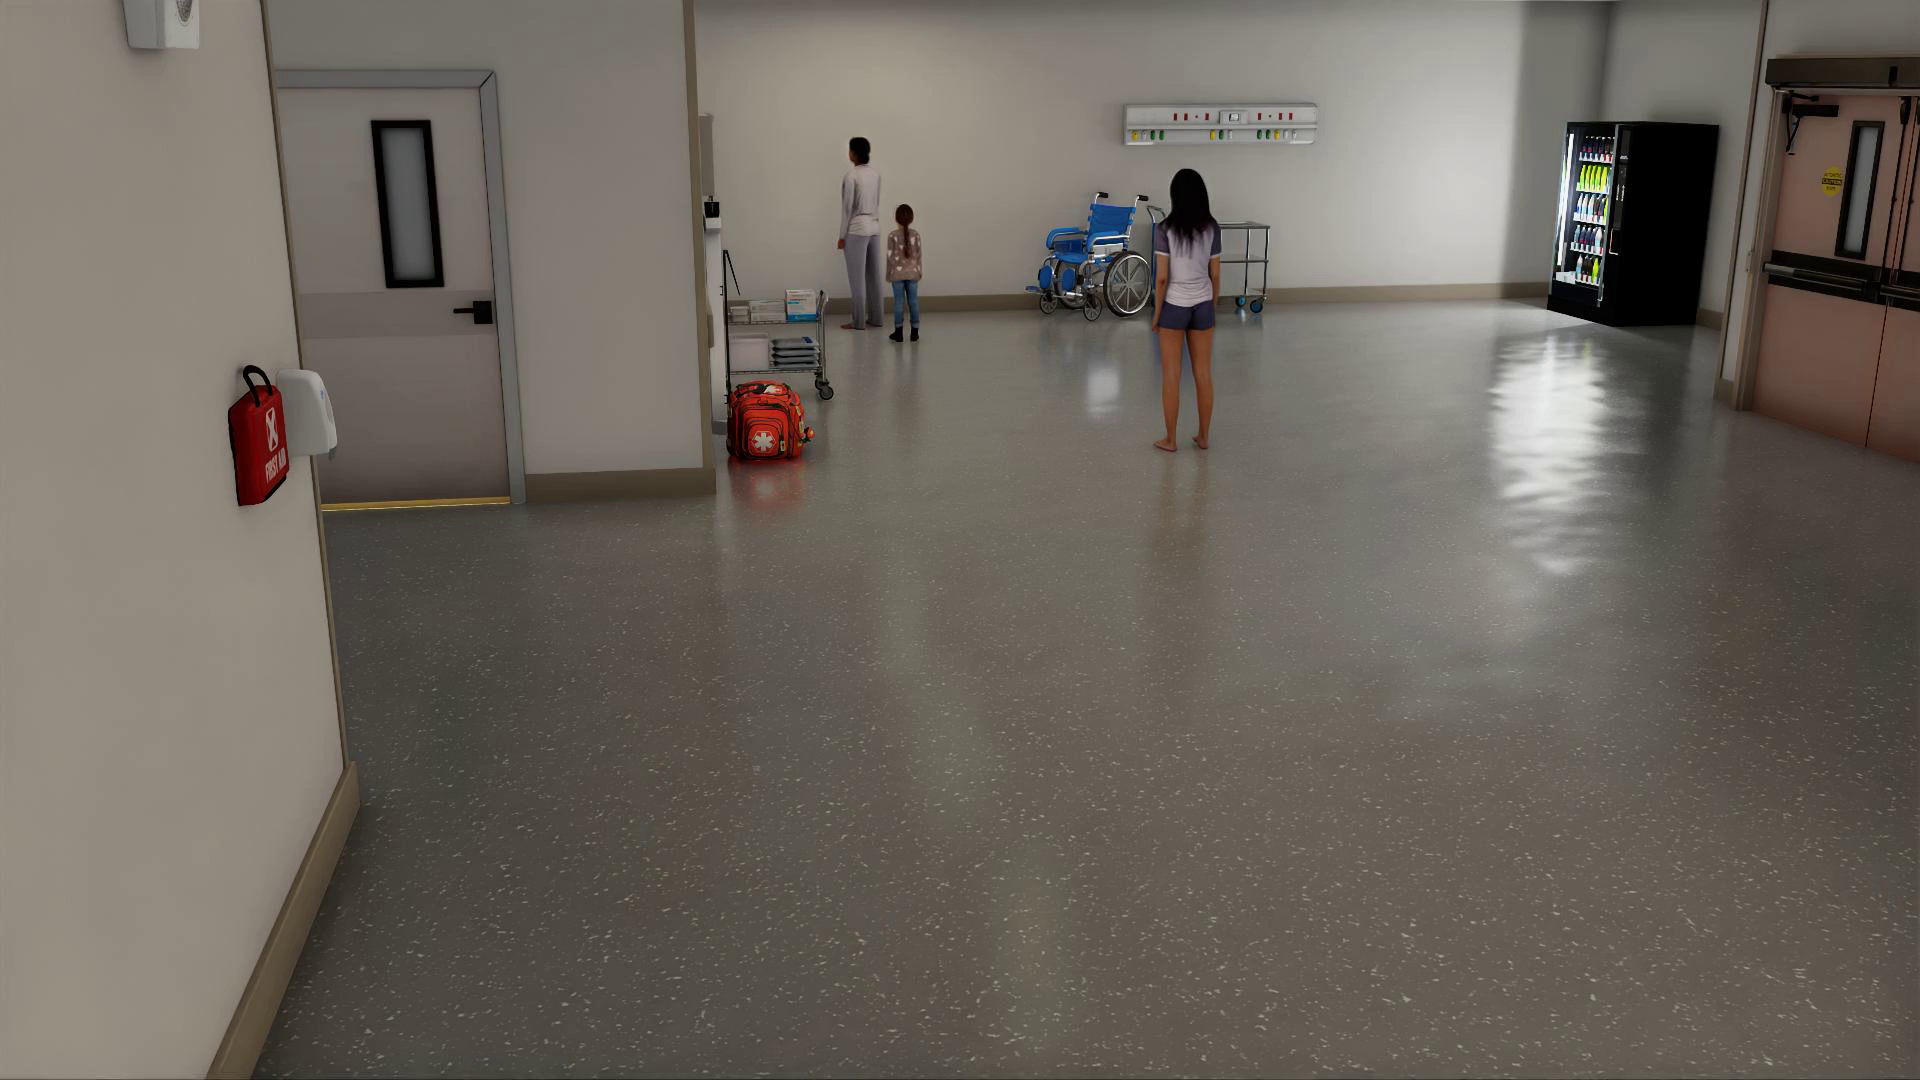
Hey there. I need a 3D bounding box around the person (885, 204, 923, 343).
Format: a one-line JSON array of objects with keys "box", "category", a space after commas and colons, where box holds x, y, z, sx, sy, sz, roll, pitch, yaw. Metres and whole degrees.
[{"box": [-0.489, -2.346, 14.598, 0.488, 1.194, 0.482, -4, 16, -14], "category": "person"}]

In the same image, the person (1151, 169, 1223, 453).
[{"box": [1.404, -1.421, 10.320, 0.588, 1.734, 0.514, -3, 16, -12], "category": "person"}]

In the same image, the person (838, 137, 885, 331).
[{"box": [-0.897, -2.824, 15.293, 0.756, 1.736, 0.713, 13, 20, 38], "category": "person"}]
